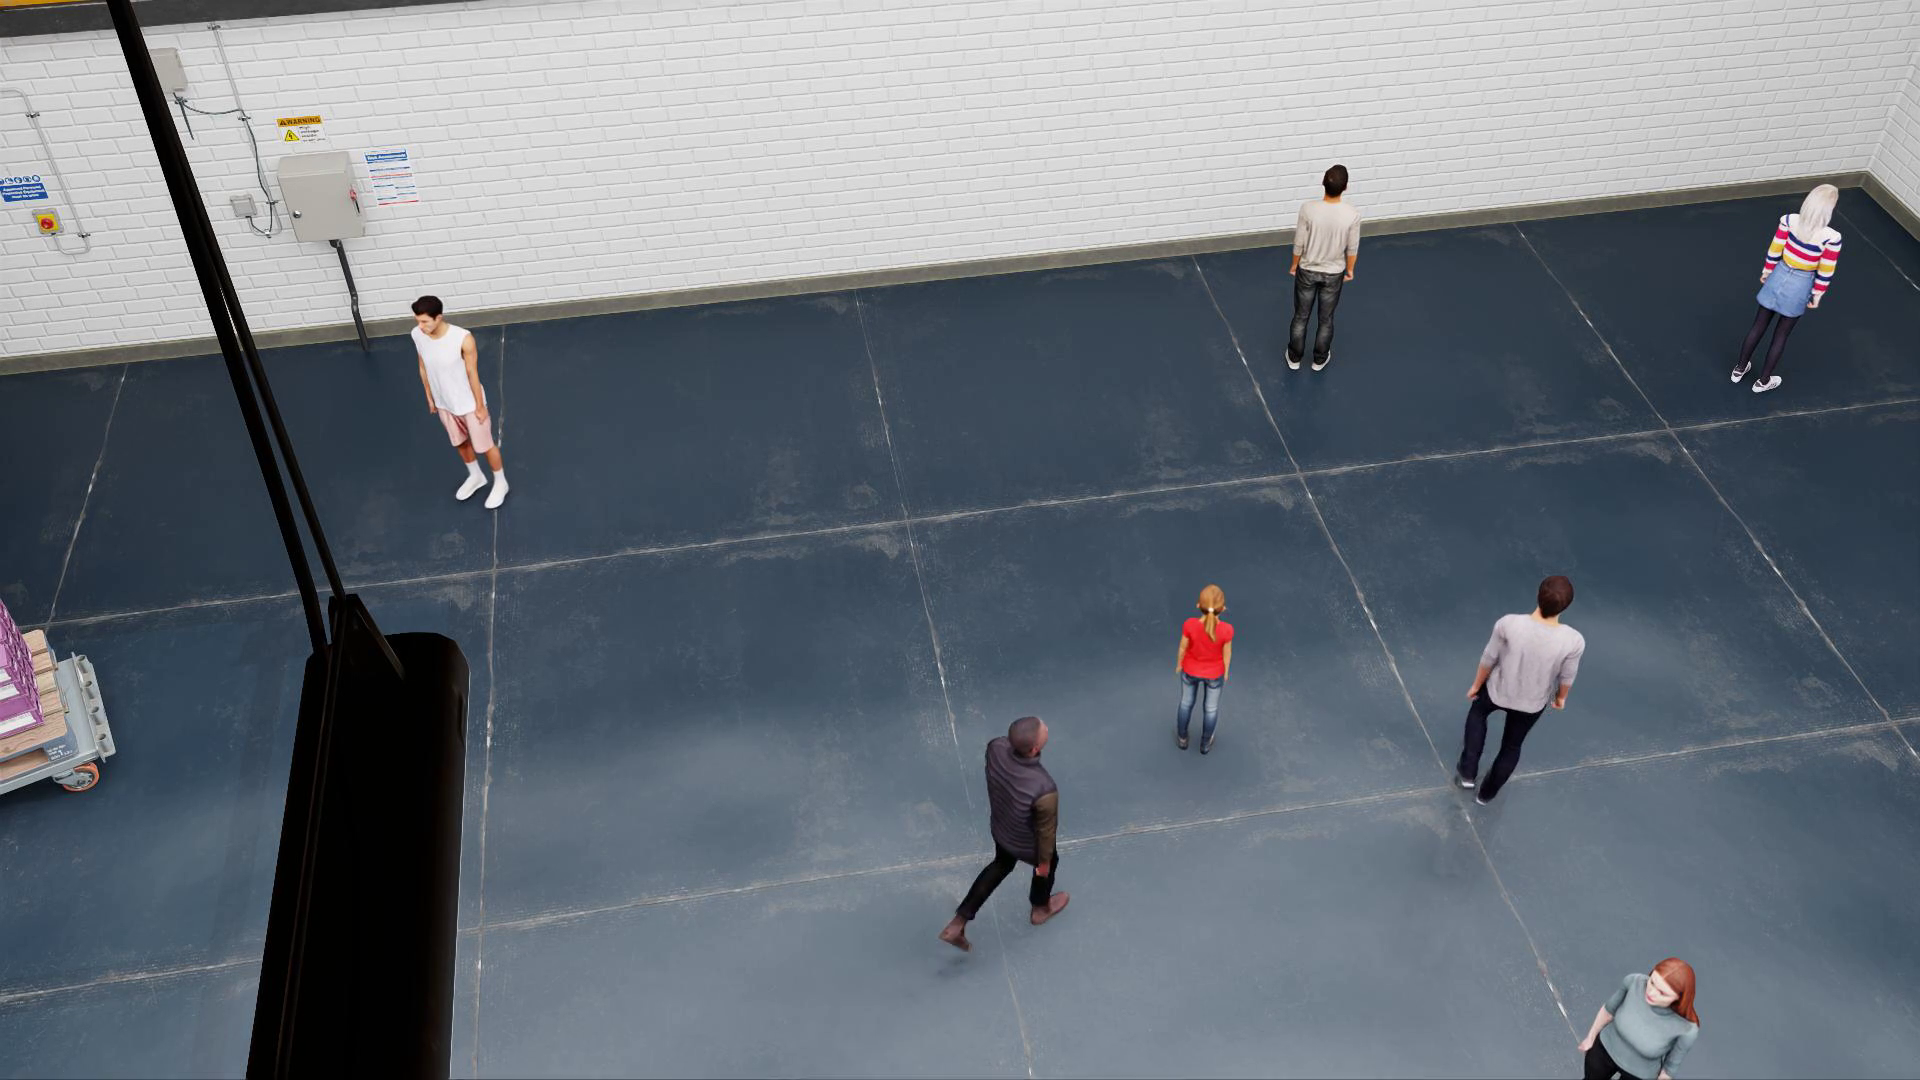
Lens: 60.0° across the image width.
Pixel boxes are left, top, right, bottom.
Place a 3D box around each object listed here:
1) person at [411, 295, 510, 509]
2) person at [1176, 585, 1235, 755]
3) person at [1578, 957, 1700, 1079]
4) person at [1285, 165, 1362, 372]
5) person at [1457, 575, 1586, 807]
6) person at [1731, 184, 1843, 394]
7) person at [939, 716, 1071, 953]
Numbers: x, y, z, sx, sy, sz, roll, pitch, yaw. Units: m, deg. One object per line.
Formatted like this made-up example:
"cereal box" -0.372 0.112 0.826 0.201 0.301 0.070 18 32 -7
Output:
"person" -3.533 -1.014 11.785 0.740 1.778 0.750 14 45 14
"person" 1.495 0.811 10.215 0.539 1.303 0.568 11 45 11
"person" 3.235 2.541 8.079 0.720 1.742 0.605 -25 49 -24
"person" 2.804 -2.095 12.896 0.719 1.812 0.685 9 44 9
"person" 3.222 0.950 9.684 0.814 1.833 0.828 15 46 15
"person" 6.342 -1.936 12.731 0.784 1.809 0.645 -30 51 -28
"person" 0.260 1.620 8.997 1.084 1.811 1.160 -28 50 -26
